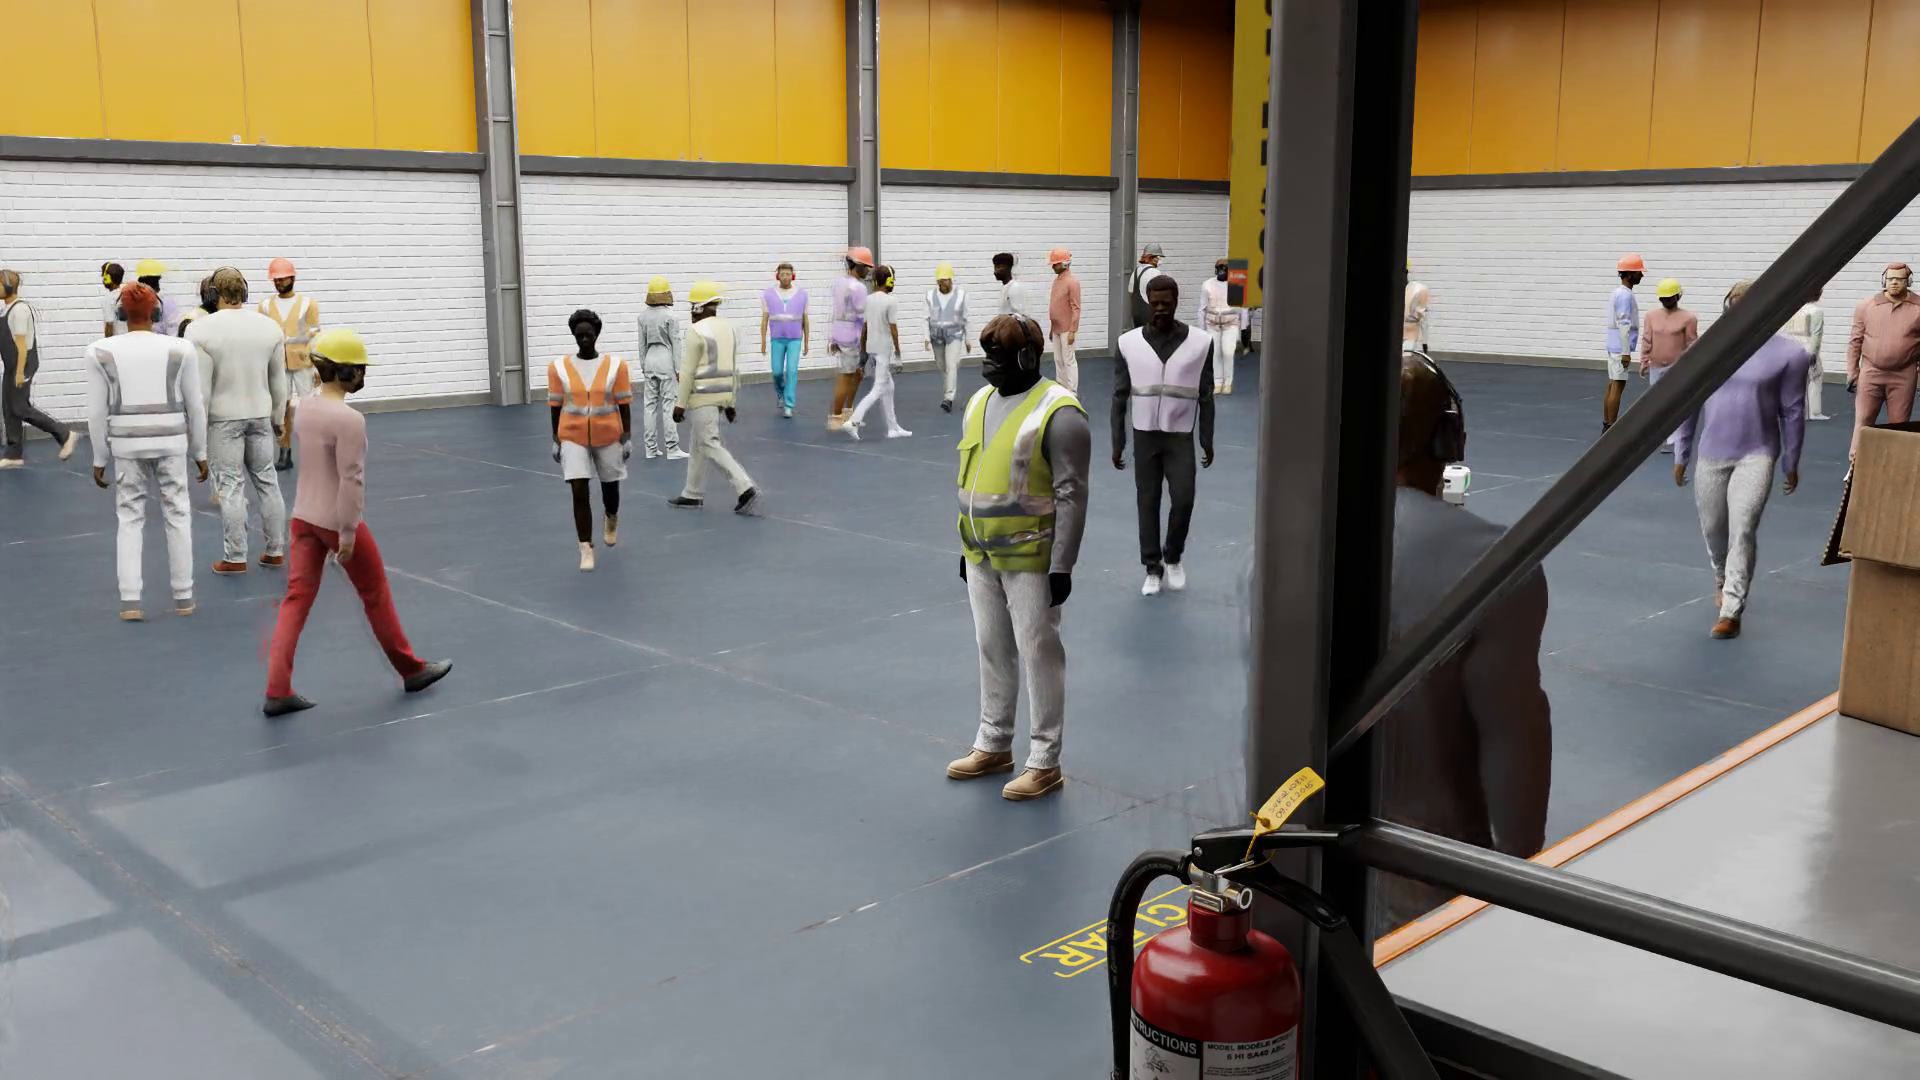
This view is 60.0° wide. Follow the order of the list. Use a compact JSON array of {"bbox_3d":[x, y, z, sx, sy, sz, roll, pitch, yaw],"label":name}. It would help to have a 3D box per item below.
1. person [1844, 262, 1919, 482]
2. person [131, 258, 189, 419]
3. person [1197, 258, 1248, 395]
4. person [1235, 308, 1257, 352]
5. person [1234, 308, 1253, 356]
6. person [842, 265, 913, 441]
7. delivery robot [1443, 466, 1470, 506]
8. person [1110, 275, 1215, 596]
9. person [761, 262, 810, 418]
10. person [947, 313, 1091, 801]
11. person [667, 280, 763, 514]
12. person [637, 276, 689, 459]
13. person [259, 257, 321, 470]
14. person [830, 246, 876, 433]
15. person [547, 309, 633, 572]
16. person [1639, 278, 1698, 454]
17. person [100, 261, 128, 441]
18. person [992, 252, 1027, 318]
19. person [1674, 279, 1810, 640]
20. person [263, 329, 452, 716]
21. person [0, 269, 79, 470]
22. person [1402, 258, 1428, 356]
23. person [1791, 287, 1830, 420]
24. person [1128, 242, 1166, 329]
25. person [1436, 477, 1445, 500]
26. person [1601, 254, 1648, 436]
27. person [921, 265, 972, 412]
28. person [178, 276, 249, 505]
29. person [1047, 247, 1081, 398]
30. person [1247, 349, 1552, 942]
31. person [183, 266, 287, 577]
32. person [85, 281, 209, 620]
[{"bbox_3d":[7.951,-1.419,14.250,0.652,1.906,0.402,6,12,30],"label":"person"},{"bbox_3d":[-8.064,-1.899,16.860,0.713,1.911,0.598,-10,14,-43],"label":"person"},{"bbox_3d":[3.490,-2.840,22.217,0.664,1.822,0.667,4,11,19],"label":"person"},{"bbox_3d":[5.175,-4.395,30.392,0.553,1.935,0.364,4,11,20],"label":"person"},{"bbox_3d":[4.950,-4.093,29.515,0.570,1.685,0.565,4,11,21],"label":"person"},{"bbox_3d":[-0.877,-1.941,17.335,0.868,1.829,0.561,-8,13,-36],"label":"person"},{"bbox_3d":[3.414,-0.438,12.330,0.707,0.478,0.477,3,11,15],"label":"delivery robot"},{"bbox_3d":[1.194,-0.610,9.854,0.615,1.898,0.464,2,11,8],"label":"person"},{"bbox_3d":[-2.049,-2.366,19.607,0.579,1.827,0.622,-1,10,-3],"label":"person"},{"bbox_3d":[0.200,0.061,6.355,0.429,1.842,0.636,-8,13,-38],"label":"person"},{"bbox_3d":[-1.897,-1.091,12.766,0.865,1.802,0.593,4,11,20],"label":"person"},{"bbox_3d":[-2.847,-1.644,15.913,0.487,1.746,0.289,5,12,26],"label":"person"},{"bbox_3d":[-6.080,-1.594,15.123,0.543,1.938,0.359,-1,10,-4],"label":"person"},{"bbox_3d":[-1.144,-2.155,17.983,0.645,2.006,0.638,-4,11,-22],"label":"person"},{"bbox_3d":[-2.392,-0.668,10.802,0.540,1.674,0.704,-2,11,-11],"label":"person"},{"bbox_3d":[7.071,-1.740,16.516,0.698,1.717,0.522,-10,14,-43],"label":"person"},{"bbox_3d":[-8.703,-1.941,17.248,0.377,1.884,0.536,2,11,11],"label":"person"},{"bbox_3d":[0.496,-2.322,19.095,0.785,1.930,0.606,0,10,0],"label":"person"},{"bbox_3d":[4.250,-0.465,9.078,0.637,1.913,0.902,8,13,36],"label":"person"},{"bbox_3d":[-2.807,-0.088,7.532,0.532,1.714,0.900,7,13,35],"label":"person"},{"bbox_3d":[-8.563,-1.558,15.210,0.675,1.831,0.529,-10,14,-44],"label":"person"},{"bbox_3d":[5.058,-2.333,19.225,0.620,1.900,0.695,7,13,35],"label":"person"},{"bbox_3d":[9.661,-2.166,19.123,0.775,1.609,0.521,-2,11,-9],"label":"person"},{"bbox_3d":[2.664,-3.112,23.113,0.536,2.000,0.676,-5,11,-24],"label":"person"},{"bbox_3d":[1.430,0.043,6.037,0.612,1.995,0.382,7,13,34],"label":"person"},{"bbox_3d":[6.913,-1.998,17.315,0.361,1.939,0.543,3,11,13],"label":"person"},{"bbox_3d":[-0.175,-2.463,20.289,0.591,1.773,0.968,2,11,13],"label":"person"},{"bbox_3d":[-5.708,-1.147,13.009,0.566,1.826,0.629,2,11,13],"label":"person"},{"bbox_3d":[1.254,-2.595,20.449,0.397,1.984,0.608,-4,11,-23],"label":"person"},{"bbox_3d":[0.785,0.600,3.203,0.681,1.922,0.651,-9,13,-39],"label":"person"},{"bbox_3d":[-4.530,-0.738,10.448,0.357,1.938,0.638,8,13,38],"label":"person"},{"bbox_3d":[-4.517,-0.486,9.283,0.591,1.883,0.425,-5,11,-23],"label":"person"}]
